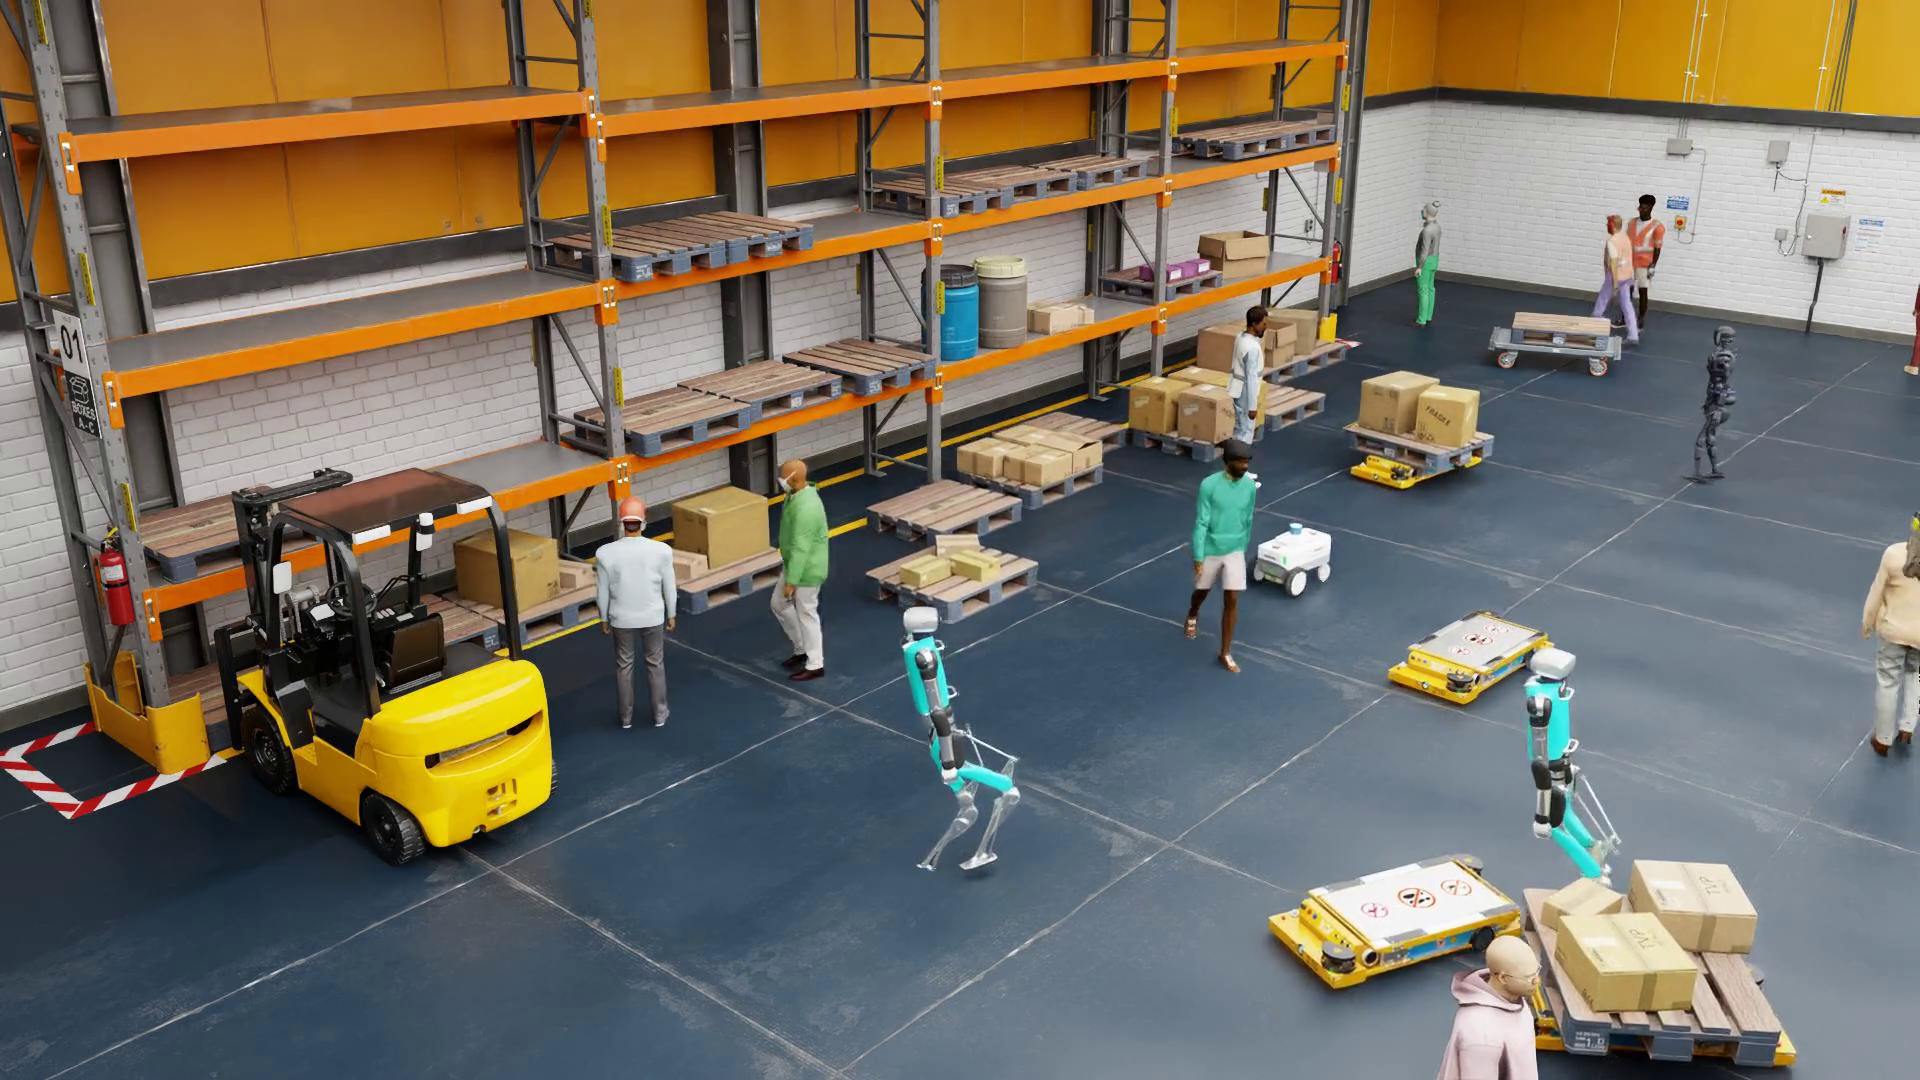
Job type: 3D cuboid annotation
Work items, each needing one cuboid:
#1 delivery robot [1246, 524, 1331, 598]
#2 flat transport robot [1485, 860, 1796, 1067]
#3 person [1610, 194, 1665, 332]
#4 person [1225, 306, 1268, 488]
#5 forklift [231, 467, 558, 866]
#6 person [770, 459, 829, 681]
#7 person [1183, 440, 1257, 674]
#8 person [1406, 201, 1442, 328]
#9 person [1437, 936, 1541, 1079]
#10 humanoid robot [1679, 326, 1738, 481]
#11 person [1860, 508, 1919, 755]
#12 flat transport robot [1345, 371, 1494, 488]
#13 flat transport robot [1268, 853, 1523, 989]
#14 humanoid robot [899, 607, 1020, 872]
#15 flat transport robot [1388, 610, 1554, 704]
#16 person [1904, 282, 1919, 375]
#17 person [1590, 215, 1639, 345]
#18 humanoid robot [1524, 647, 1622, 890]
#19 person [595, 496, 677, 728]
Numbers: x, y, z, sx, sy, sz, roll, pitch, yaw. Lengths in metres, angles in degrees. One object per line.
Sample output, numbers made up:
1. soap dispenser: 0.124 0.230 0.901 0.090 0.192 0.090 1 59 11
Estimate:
1. delivery robot: 2.948 0.147 14.721 0.773 0.582 0.499 -17 26 -39
2. flat transport robot: 3.589 2.476 8.842 1.431 0.231 0.659 2 20 6
3. person: 9.751 -3.982 23.894 0.368 1.966 0.605 -12 24 -30
4. person: 2.959 -1.481 17.203 0.400 1.909 0.597 -1 20 -2
5. forklift: -3.730 0.710 10.856 2.313 2.155 1.214 17 26 38
6. person: -1.235 0.230 12.746 0.477 1.768 0.571 -6 21 -16
7. person: 2.061 0.062 13.177 0.533 1.814 0.892 -3 20 -7
8. person: 6.765 -4.011 24.156 0.341 1.839 0.507 14 24 33
9. person: 2.147 2.400 6.860 0.398 1.782 0.538 10 22 25
10. humanoid robot: 7.857 -1.437 17.415 0.503 1.639 0.616 4 21 11
11. person: 6.599 0.617 11.582 0.561 1.864 0.491 6 21 17
12. flat transport robot: 4.901 -0.847 17.847 1.431 0.231 0.659 -16 26 -37
13. flat transport robot: 2.570 2.188 9.623 1.431 0.231 0.659 -9 22 -22
14. humanoid robot: 0.048 1.247 10.094 0.848 1.788 0.575 -4 21 -10
15. flat transport robot: 4.040 0.908 13.092 1.431 0.231 0.659 -19 27 -41
16. person: 12.617 -3.011 21.540 0.474 1.769 0.359 3 21 9
17. person: 9.176 -3.644 23.267 0.566 1.753 1.047 -14 24 -33
18. humanoid robot: 3.508 1.506 9.360 0.787 1.783 0.536 11 23 27
19. person: -2.329 0.522 12.008 0.572 1.742 0.352 -4 21 -11
